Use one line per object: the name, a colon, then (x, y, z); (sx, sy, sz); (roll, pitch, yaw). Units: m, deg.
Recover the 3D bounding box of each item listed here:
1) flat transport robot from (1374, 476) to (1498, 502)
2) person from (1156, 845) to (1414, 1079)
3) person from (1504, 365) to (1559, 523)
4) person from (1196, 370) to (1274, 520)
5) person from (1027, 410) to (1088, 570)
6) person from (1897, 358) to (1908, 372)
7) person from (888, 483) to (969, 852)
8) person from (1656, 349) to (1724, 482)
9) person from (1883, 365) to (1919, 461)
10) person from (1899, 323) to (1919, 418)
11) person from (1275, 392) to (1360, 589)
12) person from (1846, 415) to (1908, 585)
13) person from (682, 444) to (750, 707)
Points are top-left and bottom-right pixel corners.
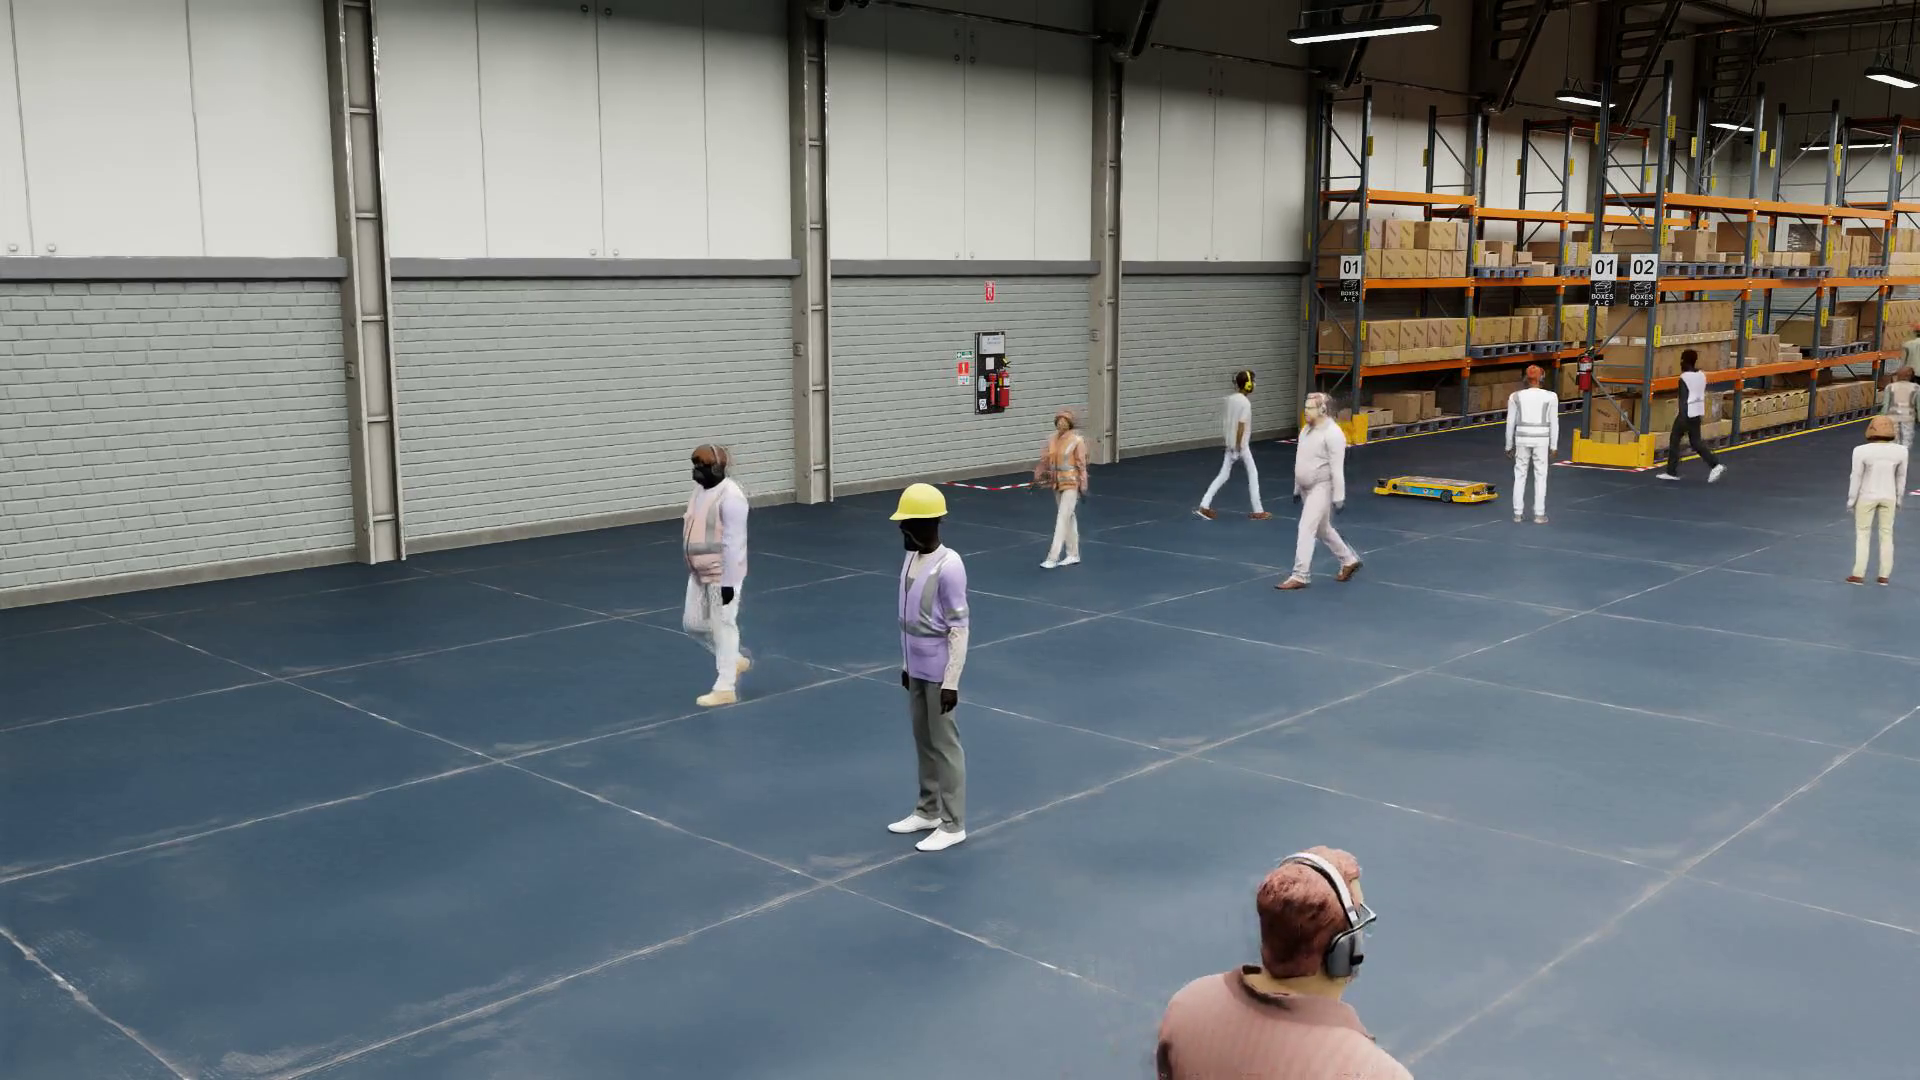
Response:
flat transport robot: (6.252, -0.679, 21.870); (1.431, 0.197, 0.652); (9, 13, 43)
person: (0.668, 1.547, 3.352); (0.462, 1.898, 0.639); (-6, 11, -32)
person: (6.780, -1.126, 19.763); (0.612, 1.878, 0.339); (4, 10, 24)
person: (3.293, -1.128, 19.918); (0.985, 1.827, 0.504); (-4, 10, -23)
person: (0.969, -0.500, 16.690); (0.749, 1.602, 0.539); (-7, 12, -36)
person: (21.440, -4.148, 37.831); (0.624, 1.993, 0.955); (-9, 13, -43)
person: (-0.168, 0.659, 8.684); (0.387, 1.926, 0.591); (-4, 10, -25)
person: (10.390, -1.761, 23.562); (0.593, 1.892, 0.854); (-6, 11, -33)
person: (13.717, -1.737, 24.235); (0.518, 1.620, 0.554); (7, 12, 38)
person: (18.890, -3.316, 32.836); (0.625, 1.958, 0.995); (7, 12, 37)
person: (3.448, -0.477, 15.809); (0.936, 1.872, 0.658); (-3, 10, -16)
person: (8.747, -0.375, 15.880); (0.504, 1.632, 0.269); (1, 9, 8)
person: (-1.686, 0.242, 11.520); (0.449, 1.831, 0.626); (-7, 12, -37)
